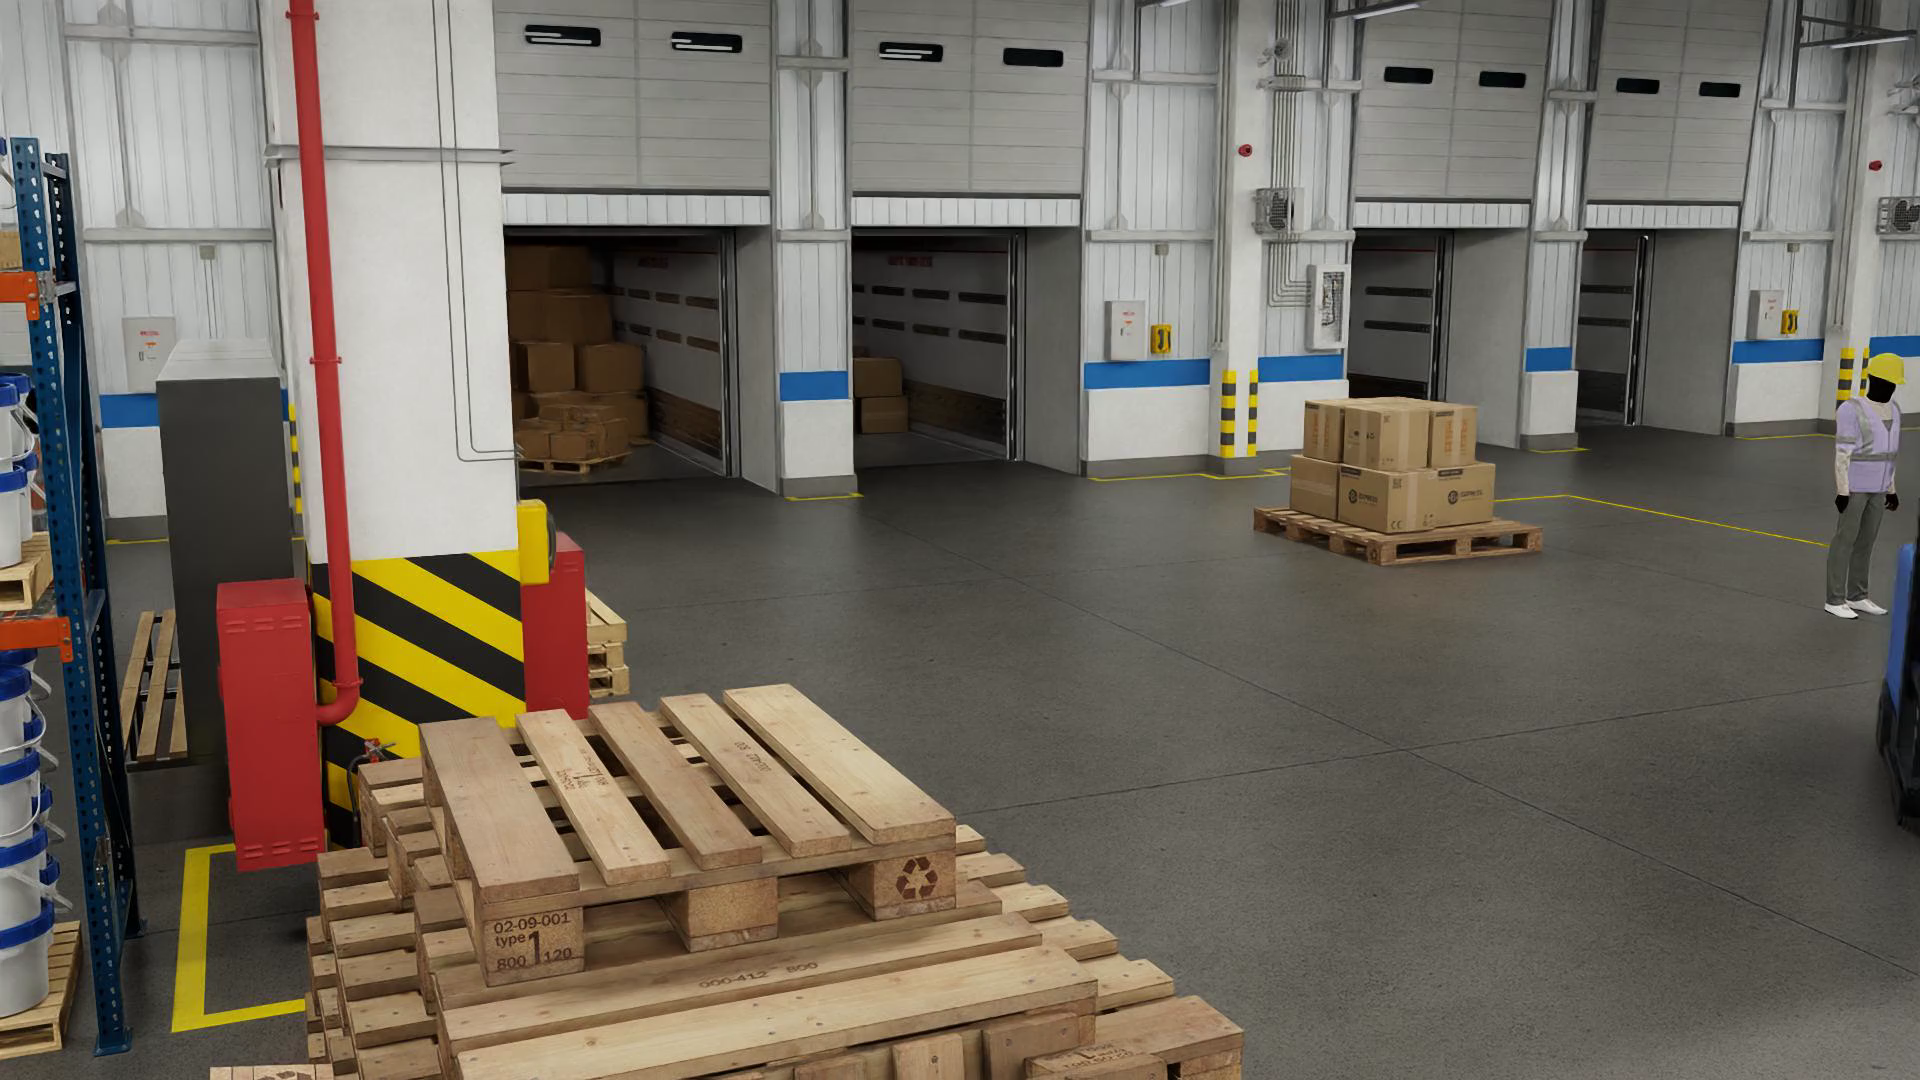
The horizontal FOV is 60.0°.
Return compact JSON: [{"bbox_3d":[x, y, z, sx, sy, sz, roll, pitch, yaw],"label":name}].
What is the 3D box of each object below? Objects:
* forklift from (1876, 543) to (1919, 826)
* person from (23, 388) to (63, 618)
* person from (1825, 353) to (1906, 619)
[{"bbox_3d":[5.205,-0.147,7.997,1.129,2.768,1.873,5,11,25],"label":"forklift"},{"bbox_3d":[-6.517,-0.257,11.872,0.541,1.682,0.458,2,10,9],"label":"person"},{"bbox_3d":[6.554,-0.392,12.000,0.585,1.918,0.381,-5,11,-24],"label":"person"}]
